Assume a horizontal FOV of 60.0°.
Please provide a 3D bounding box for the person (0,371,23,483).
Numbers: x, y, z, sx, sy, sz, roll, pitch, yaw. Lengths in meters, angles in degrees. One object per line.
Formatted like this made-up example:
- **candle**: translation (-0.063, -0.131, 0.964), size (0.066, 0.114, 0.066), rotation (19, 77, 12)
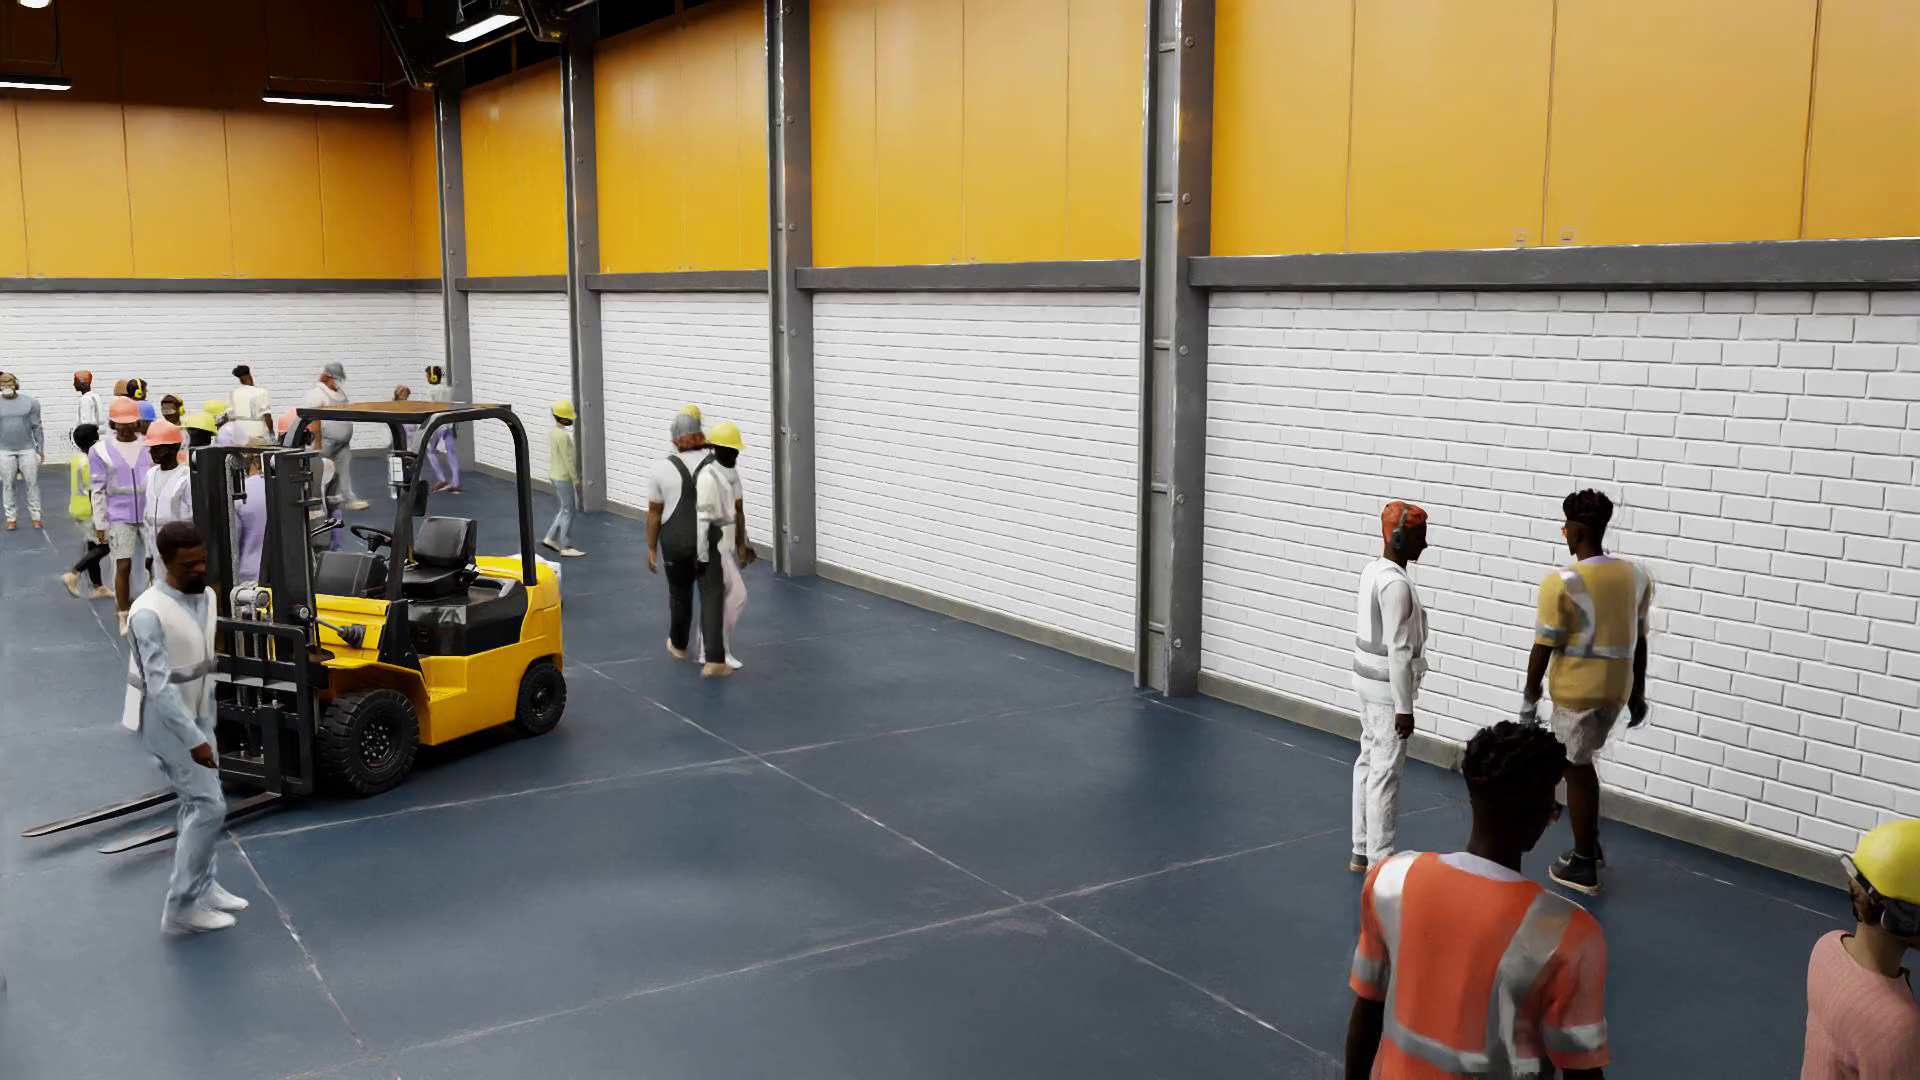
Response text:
- **person**: translation (-14.584, -1.723, 25.368), size (0.539, 1.695, 0.318), rotation (-7, 11, -38)

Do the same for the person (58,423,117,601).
- **person**: translation (-8.123, -0.250, 15.452), size (0.460, 1.683, 0.547), rotation (-7, 11, -40)

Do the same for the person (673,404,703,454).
- **person**: translation (-2.791, -0.534, 17.247), size (0.321, 1.737, 0.487), rotation (-5, 10, -32)

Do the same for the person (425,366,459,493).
- **person**: translation (-7.479, -1.581, 23.915), size (0.579, 1.842, 0.627), rotation (5, 10, 30)

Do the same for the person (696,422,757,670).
- **person**: translation (-1.792, 0.046, 12.745), size (0.510, 1.907, 0.583), rotation (0, 8, 3)

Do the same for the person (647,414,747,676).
- **person**: translation (-2.004, -0.019, 12.729), size (0.747, 2.000, 1.037), rotation (-1, 9, -7)

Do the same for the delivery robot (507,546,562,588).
- **delivery robot**: translation (-3.980, 0.295, 15.267), size (0.707, 0.478, 0.477), rotation (8, 12, 41)

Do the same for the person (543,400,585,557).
- **person**: translation (-4.320, -0.664, 18.121), size (0.386, 1.736, 0.553), rotation (-4, 9, -23)

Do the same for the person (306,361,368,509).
- **person**: translation (-8.317, -1.395, 22.005), size (0.582, 2.000, 0.716), rotation (2, 9, 16)

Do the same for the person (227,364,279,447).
- **person**: translation (-9.570, -1.412, 22.505), size (0.700, 1.934, 0.372), rotation (3, 9, 17)

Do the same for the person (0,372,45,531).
- **person**: translation (-11.500, -1.076, 20.246), size (0.639, 1.928, 0.369), rotation (-5, 10, -29)

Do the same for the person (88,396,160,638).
- **person**: translation (-6.915, -0.190, 13.929), size (0.617, 2.029, 0.409), rotation (-6, 10, -36)

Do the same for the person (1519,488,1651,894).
- **person**: translation (2.989, 0.717, 8.064), size (0.644, 1.947, 0.536), rotation (-4, 9, -23)

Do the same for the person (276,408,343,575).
- **person**: translation (-4.897, 0.044, 12.354), size (0.607, 2.036, 0.412), rotation (-7, 11, -38)

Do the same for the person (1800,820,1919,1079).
- **person**: translation (2.010, 1.466, 3.686), size (0.343, 1.755, 0.531), rotation (2, 9, 12)

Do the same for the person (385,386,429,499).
- **person**: translation (-7.726, -1.333, 23.089), size (0.538, 1.587, 0.883), rotation (-8, 12, -43)

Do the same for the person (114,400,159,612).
- **person**: translation (-7.364, -0.286, 14.917), size (0.647, 1.915, 0.555), rotation (3, 9, 18)

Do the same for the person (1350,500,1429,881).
- **person**: translation (2.091, 0.748, 8.082), size (0.353, 1.886, 0.573), rotation (0, 8, 0)

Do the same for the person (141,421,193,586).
- **person**: translation (-5.889, 0.075, 12.436), size (0.542, 1.939, 0.361), rotation (3, 9, 21)

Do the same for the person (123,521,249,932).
- **person**: translation (-3.491, 0.839, 7.478), size (0.452, 1.884, 0.601), rotation (0, 8, 2)

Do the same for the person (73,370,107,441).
- **person**: translation (-11.418, -1.291, 21.867), size (0.346, 1.876, 0.576), rotation (-3, 9, -18)

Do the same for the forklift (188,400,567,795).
- **forklift**: translation (-3.529, 0.258, 10.348), size (1.214, 2.155, 2.313), rotation (4, 9, 25)

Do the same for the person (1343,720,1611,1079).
- **person**: translation (1.196, 1.362, 3.901), size (1.034, 1.908, 0.611), rotation (-7, 11, -39)
